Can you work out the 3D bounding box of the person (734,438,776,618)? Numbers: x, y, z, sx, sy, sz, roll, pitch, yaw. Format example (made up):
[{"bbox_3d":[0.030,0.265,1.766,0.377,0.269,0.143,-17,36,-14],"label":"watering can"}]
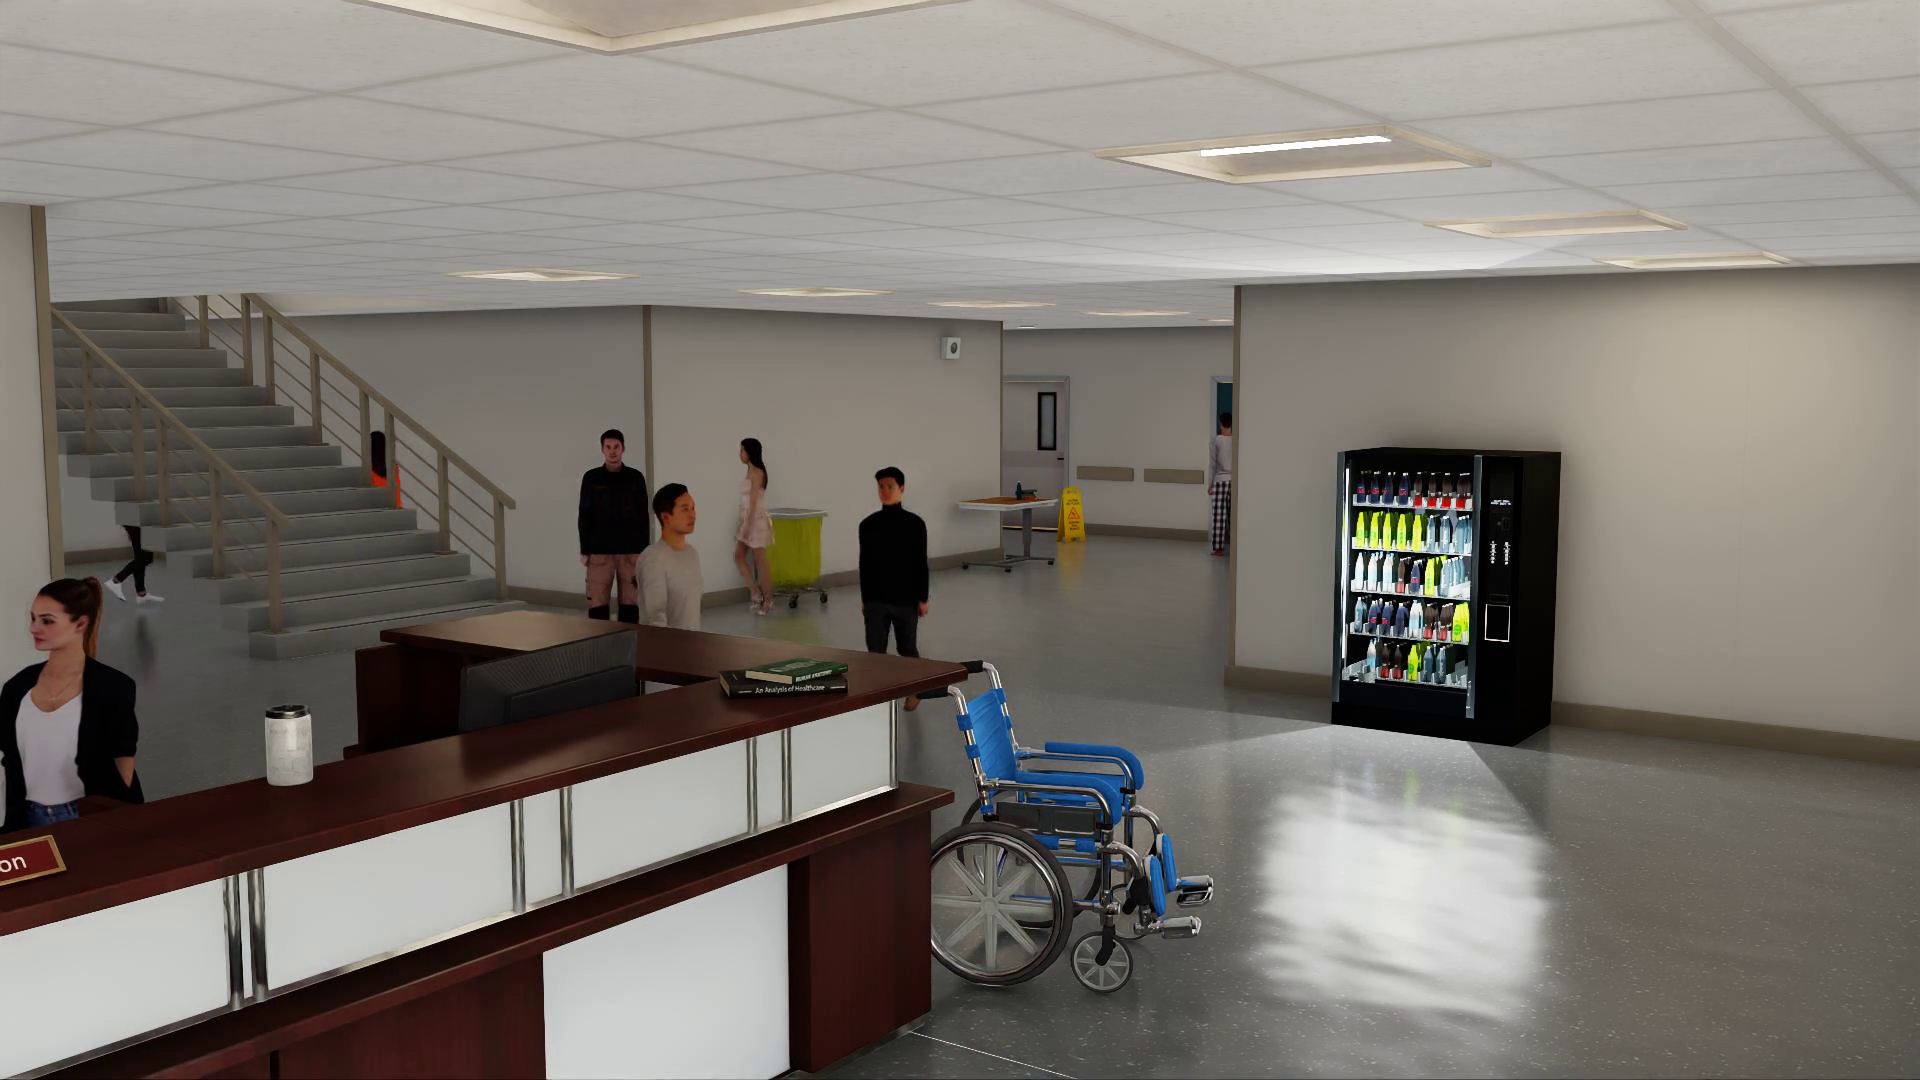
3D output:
[{"bbox_3d":[-1.866,-0.113,15.966,0.772,1.722,0.685,-3,6,-26],"label":"person"}]

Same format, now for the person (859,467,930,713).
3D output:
[{"bbox_3d":[-0.434,0.371,11.253,1.082,1.704,0.954,1,6,14],"label":"person"}]

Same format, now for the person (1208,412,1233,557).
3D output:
[{"bbox_3d":[3.433,-0.726,21.438,0.699,1.847,0.740,-1,6,-14],"label":"person"}]

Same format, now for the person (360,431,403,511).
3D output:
[{"bbox_3d":[-5.996,-0.246,17.395,1.137,1.703,0.719,3,7,28],"label":"person"}]

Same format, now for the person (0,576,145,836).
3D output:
[{"bbox_3d":[-2.942,0.956,5.534,0.687,1.684,0.781,0,6,0],"label":"person"}]

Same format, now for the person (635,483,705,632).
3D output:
[{"bbox_3d":[-1.532,0.629,8.317,1.115,1.779,0.816,2,6,22],"label":"person"}]

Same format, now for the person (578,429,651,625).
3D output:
[{"bbox_3d":[-2.638,0.111,12.740,0.790,1.924,0.812,-2,6,-18],"label":"person"}]
